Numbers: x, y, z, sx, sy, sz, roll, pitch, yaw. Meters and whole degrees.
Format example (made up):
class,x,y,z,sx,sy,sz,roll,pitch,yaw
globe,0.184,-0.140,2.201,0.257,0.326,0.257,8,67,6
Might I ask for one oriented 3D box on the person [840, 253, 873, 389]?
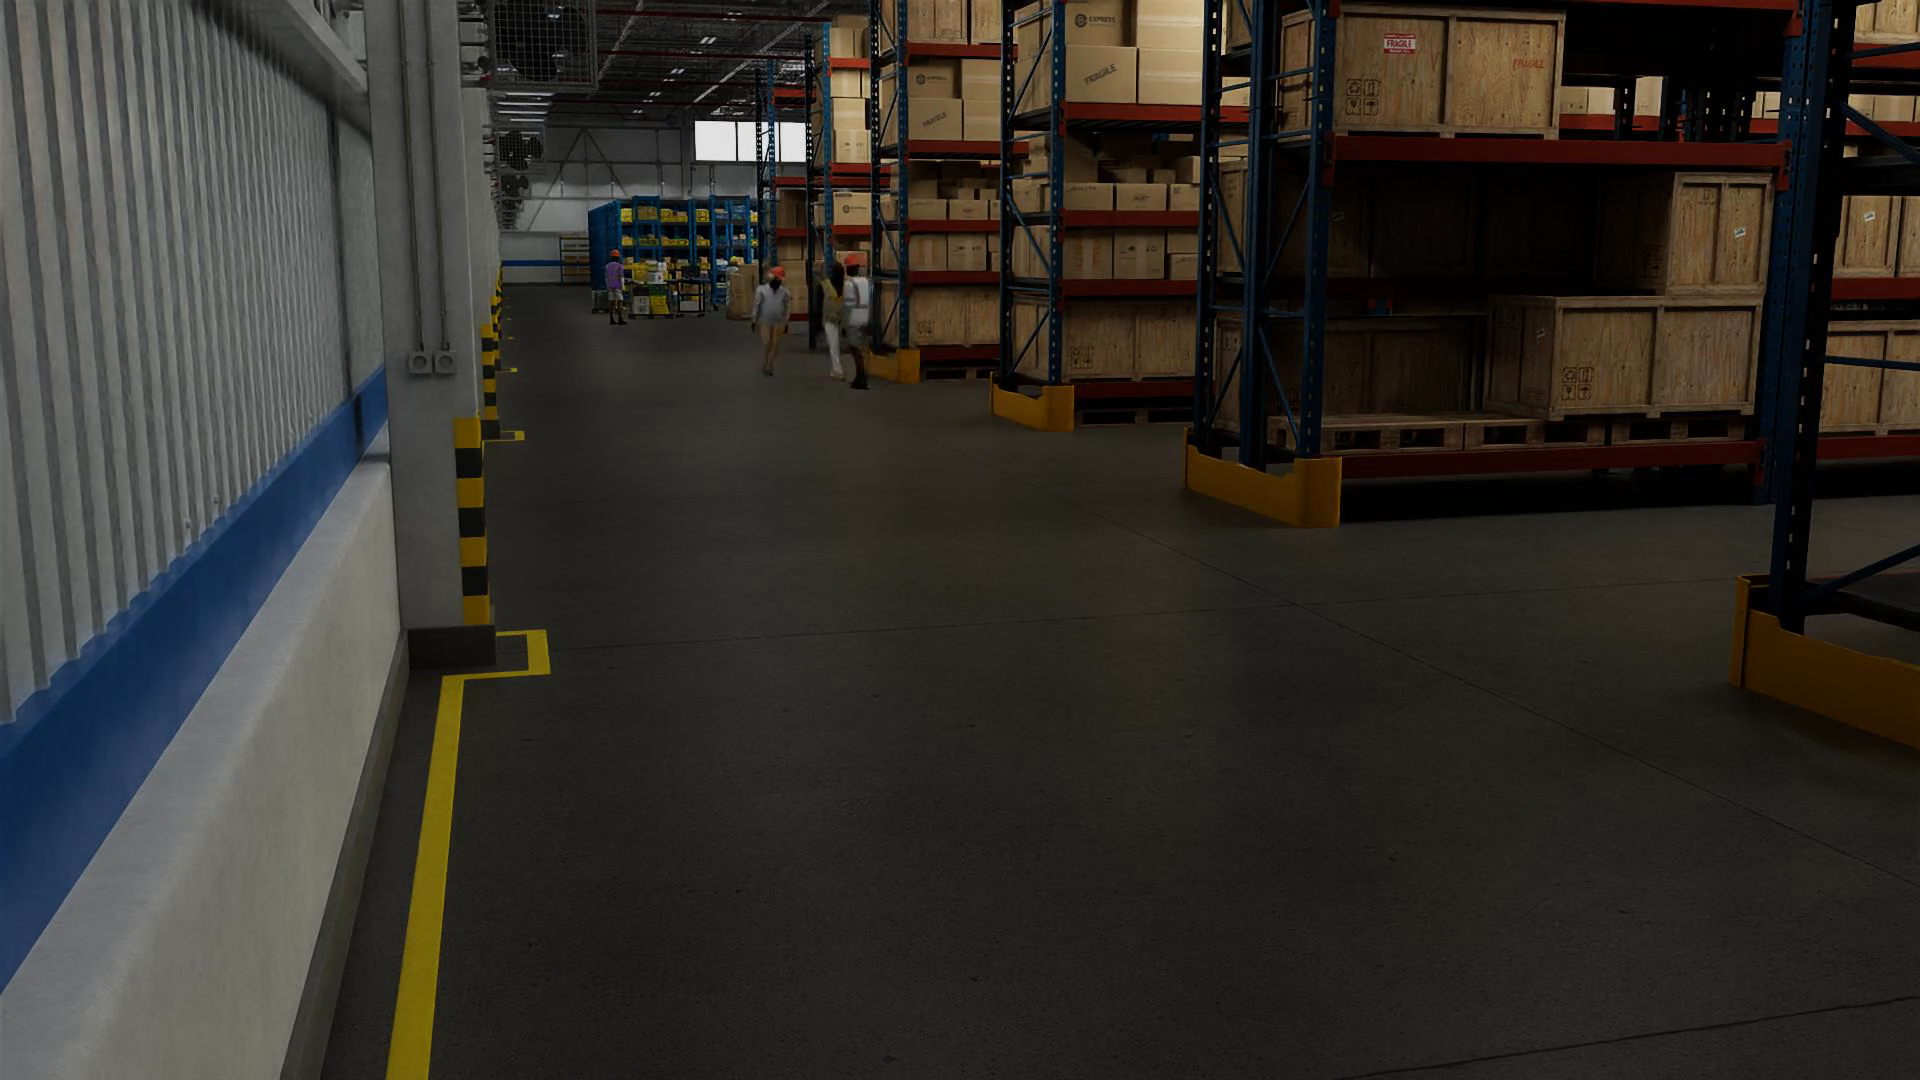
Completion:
class,x,y,z,sx,sy,sz,roll,pitch,yaw
person,-1.508,-3.091,23.592,0.529,1.917,0.588,6,12,31

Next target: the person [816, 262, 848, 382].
class,x,y,z,sx,sy,sz,roll,pitch,yaw
person,-1.881,-3.313,25.243,0.636,1.798,0.983,-4,11,-21

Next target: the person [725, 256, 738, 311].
class,x,y,z,sx,sy,sz,roll,pitch,yaw
person,-6.558,-7.325,48.104,0.485,1.735,0.345,6,11,29

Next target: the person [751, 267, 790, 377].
class,x,y,z,sx,sy,sz,roll,pitch,yaw
person,-2.910,-3.382,25.847,0.610,1.705,0.648,-4,11,-23

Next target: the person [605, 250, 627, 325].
class,x,y,z,sx,sy,sz,roll,pitch,yaw
person,-8.905,-6.538,43.063,0.552,1.937,0.356,4,11,22
